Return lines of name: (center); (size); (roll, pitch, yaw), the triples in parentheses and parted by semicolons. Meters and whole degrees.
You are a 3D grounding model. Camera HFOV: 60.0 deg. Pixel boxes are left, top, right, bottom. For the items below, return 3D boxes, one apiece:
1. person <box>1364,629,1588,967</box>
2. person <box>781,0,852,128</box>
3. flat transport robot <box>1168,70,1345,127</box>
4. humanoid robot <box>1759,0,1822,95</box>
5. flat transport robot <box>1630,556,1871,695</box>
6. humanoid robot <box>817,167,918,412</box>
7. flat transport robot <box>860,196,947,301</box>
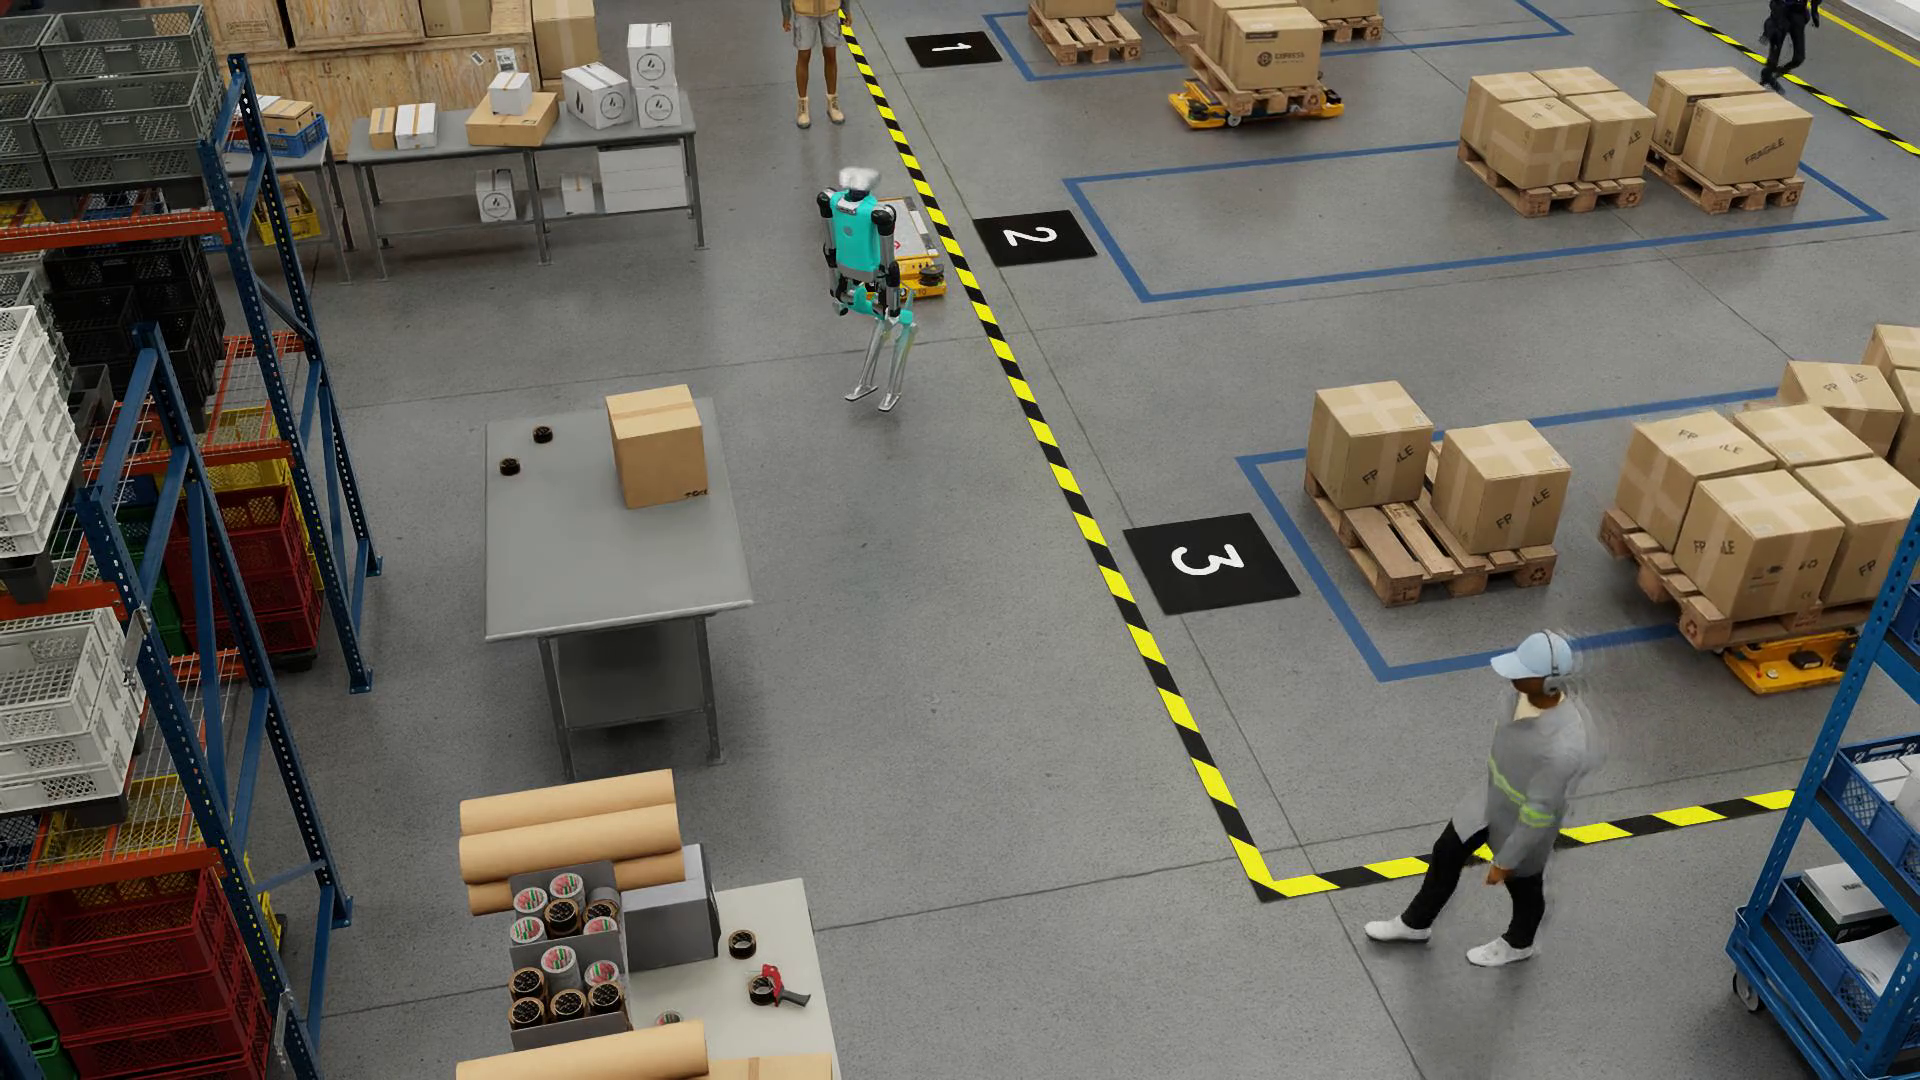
person: (2.139, 1.114, 6.758); (0.821, 1.825, 0.593); (-6, 37, -8)
person: (-1.216, -4.522, 14.149); (0.612, 2.039, 0.385); (-9, 38, -12)
flat transport robot: (2.645, -3.948, 14.836); (1.431, 0.197, 0.652); (-8, 37, -10)
humanoid robot: (7.304, -4.614, 14.582); (0.622, 1.629, 0.421); (-17, 40, -21)
flat transport robot: (4.279, 0.279, 9.155); (0.652, 0.197, 1.431); (-8, 37, -10)
humanoid robot: (-0.487, -1.625, 10.391); (0.533, 1.681, 0.735); (21, 41, 26)
flat transport robot: (-0.570, -2.220, 12.538); (0.659, 0.231, 1.431); (-8, 37, -10)
